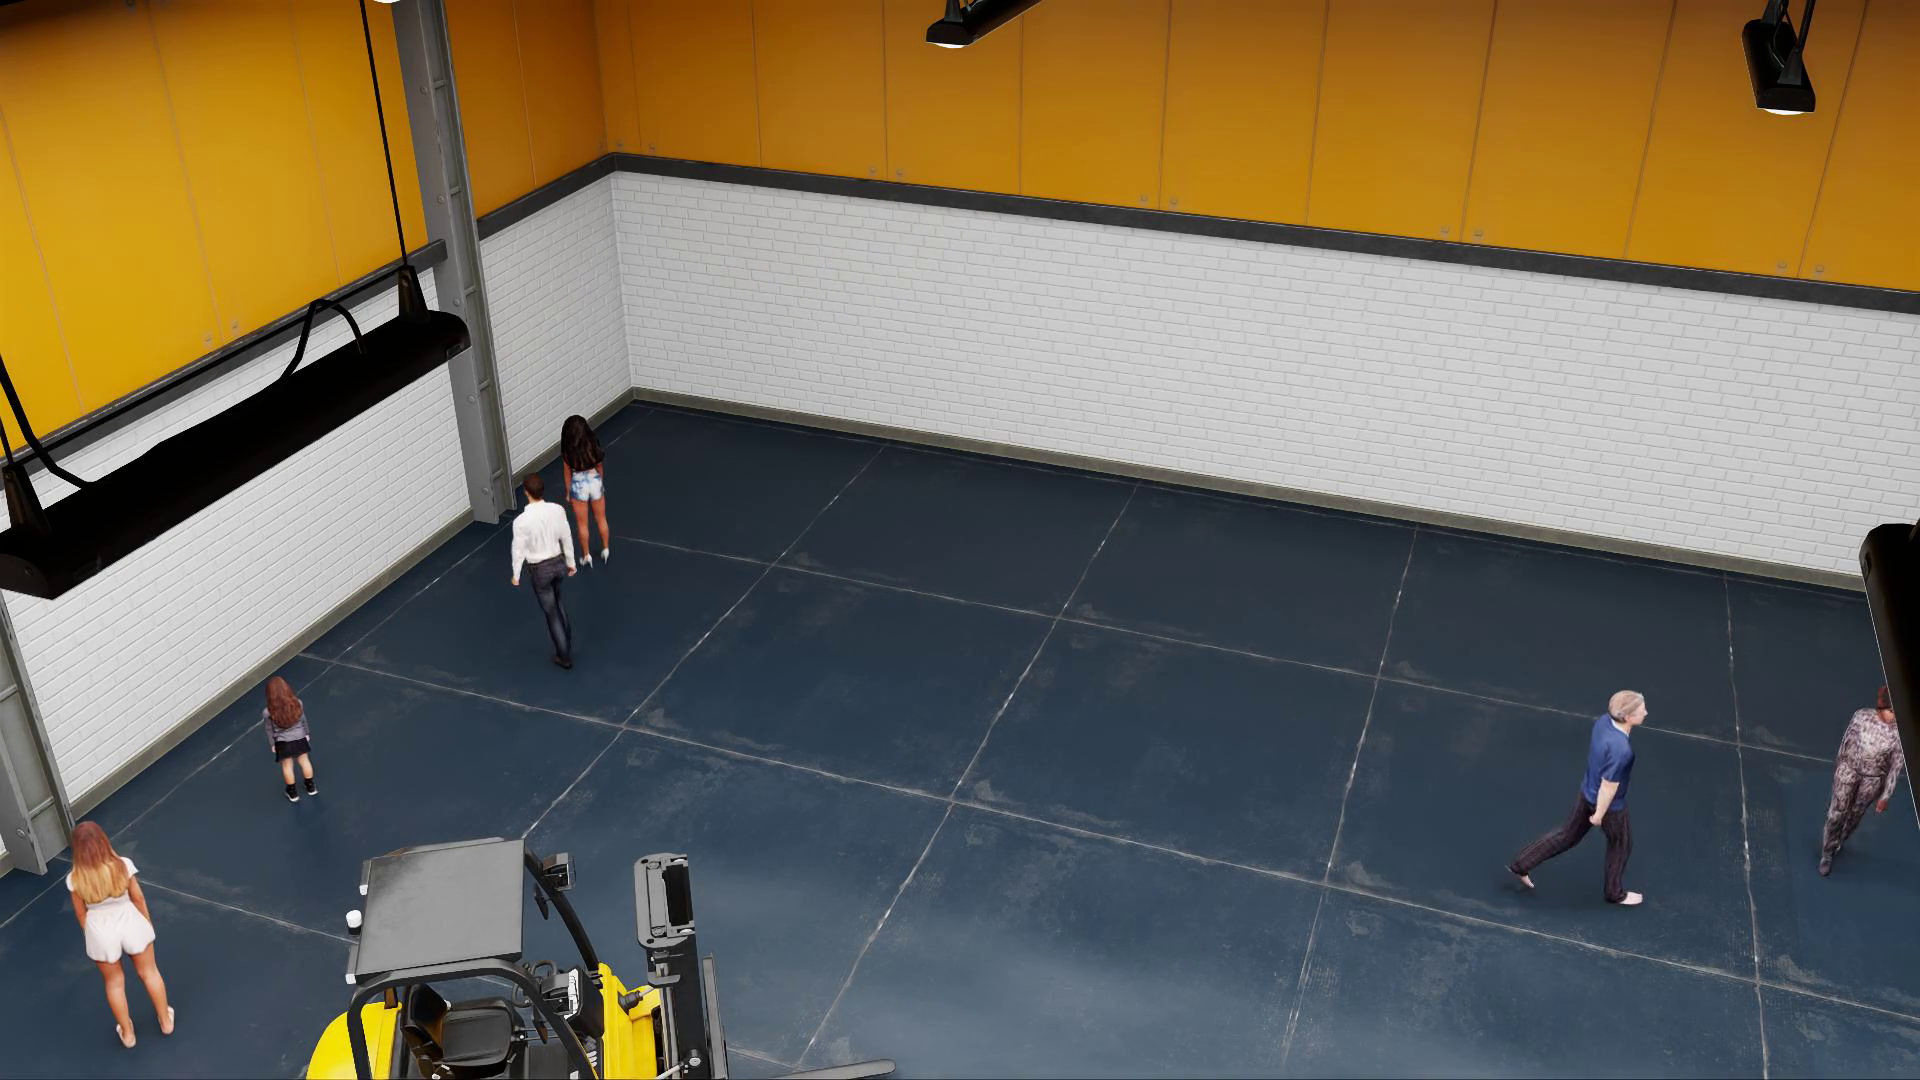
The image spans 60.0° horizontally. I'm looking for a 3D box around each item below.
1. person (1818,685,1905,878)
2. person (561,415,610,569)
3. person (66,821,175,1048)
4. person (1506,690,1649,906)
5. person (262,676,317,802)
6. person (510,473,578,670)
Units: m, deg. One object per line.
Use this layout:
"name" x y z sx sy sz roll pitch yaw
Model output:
"person" 6.657 1.725 12.282 0.835 1.674 0.725 -24 37 -36
"person" -3.680 -0.481 16.375 0.650 1.627 0.724 -17 33 -28
"person" -5.454 2.543 10.762 0.666 1.692 0.731 -14 32 -24
"person" 4.492 1.849 11.897 0.989 1.824 1.223 0 29 1
"person" -5.321 1.559 13.179 0.499 1.107 0.589 -21 35 -34
"person" -3.588 0.308 14.690 0.857 1.854 0.759 23 36 35
